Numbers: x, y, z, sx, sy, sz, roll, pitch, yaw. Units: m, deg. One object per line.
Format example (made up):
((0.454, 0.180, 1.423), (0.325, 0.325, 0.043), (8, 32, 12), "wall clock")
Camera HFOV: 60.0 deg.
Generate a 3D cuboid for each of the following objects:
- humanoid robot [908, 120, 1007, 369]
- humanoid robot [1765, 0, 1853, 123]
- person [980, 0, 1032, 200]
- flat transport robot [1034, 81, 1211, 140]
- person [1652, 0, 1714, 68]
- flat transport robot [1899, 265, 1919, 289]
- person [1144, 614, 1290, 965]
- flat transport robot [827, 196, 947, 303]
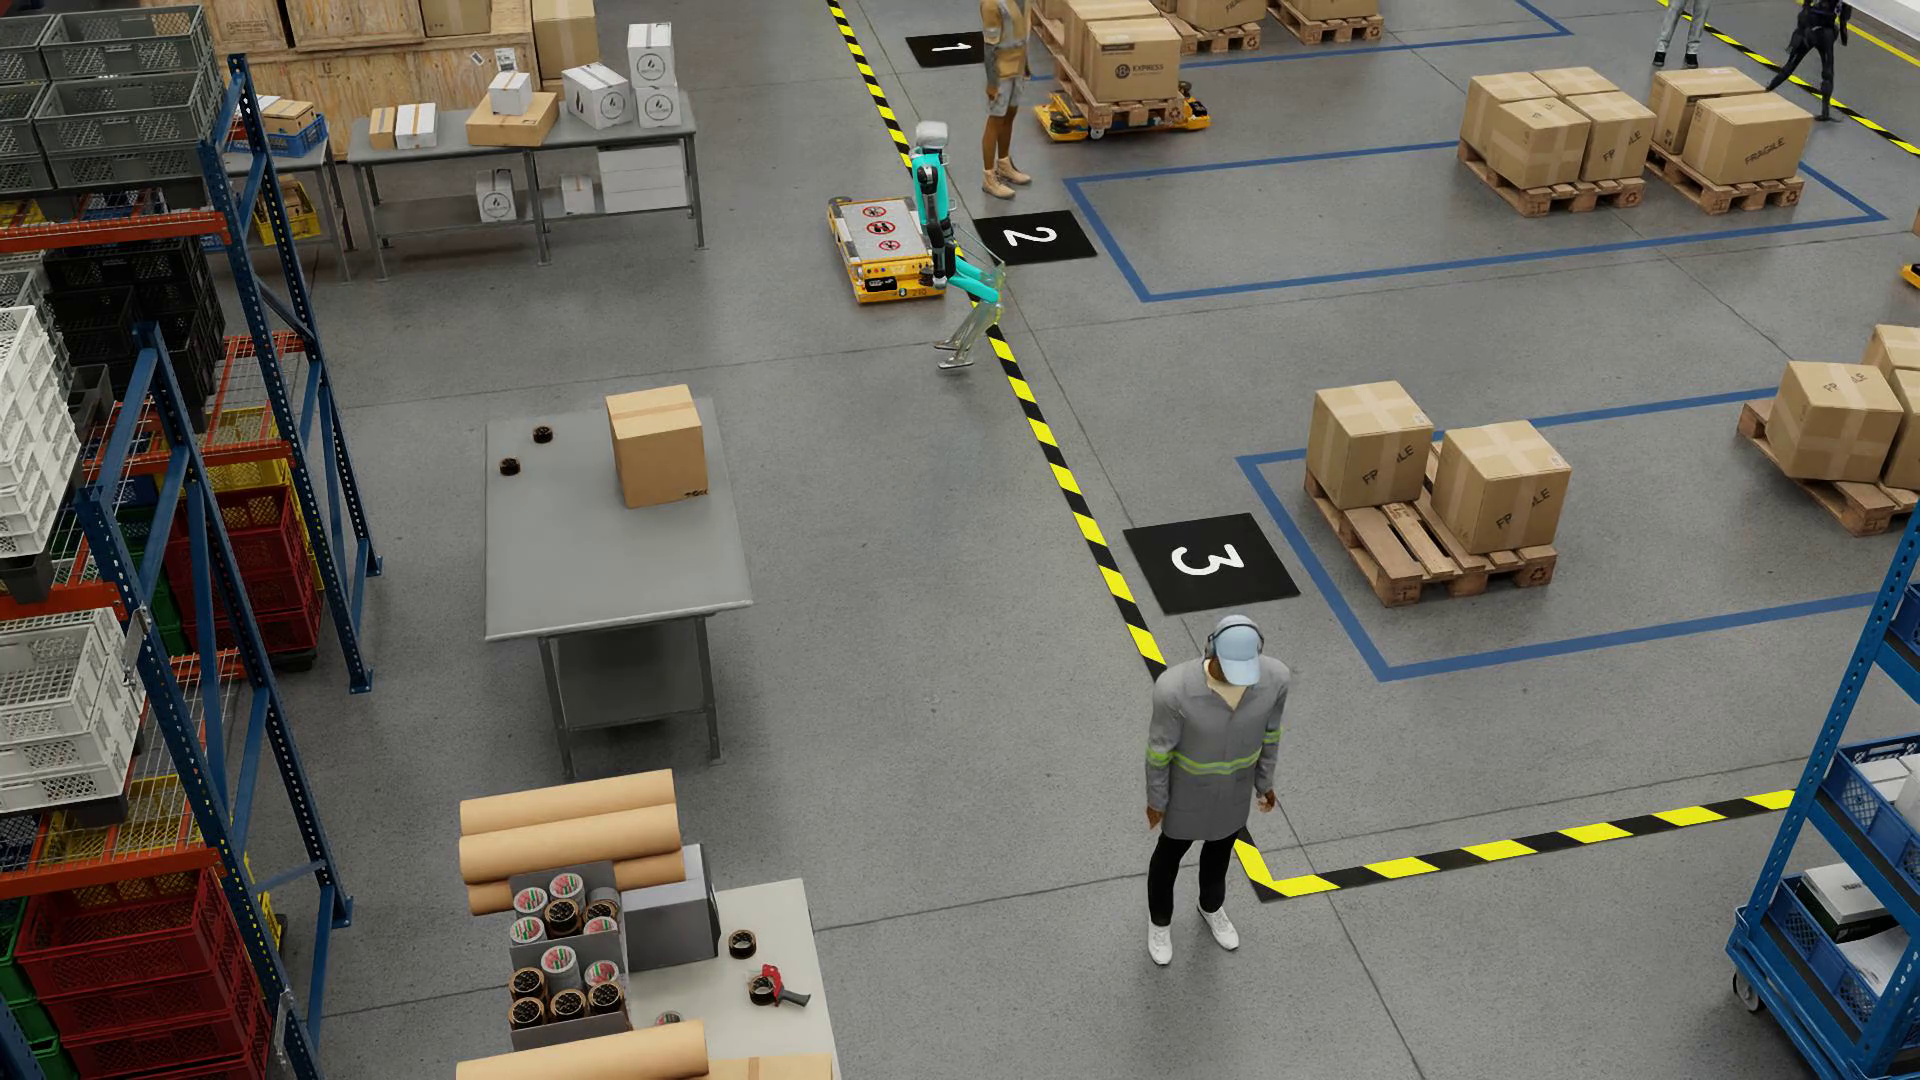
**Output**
((0.045, -1.899, 10.762), (0.735, 1.679, 0.533), (-1, 37, -1), "humanoid robot")
((7.457, -4.453, 14.402), (0.609, 1.620, 0.814), (-15, 39, -19), "humanoid robot")
((0.395, -3.711, 13.057), (0.394, 2.043, 0.607), (19, 41, 24), "person")
((1.424, -3.783, 14.615), (1.431, 0.197, 0.652), (-8, 37, -10), "flat transport robot")
((6.838, -5.273, 15.331), (0.599, 1.827, 0.404), (7, 37, 10), "person")
((7.725, -1.942, 12.140), (1.431, 0.197, 0.652), (-8, 37, -10), "flat transport robot")
((1.040, 1.027, 6.852), (0.587, 1.847, 0.401), (-8, 37, -11), "person")
((-0.570, -2.220, 12.538), (0.659, 0.231, 1.431), (-8, 37, -10), "flat transport robot")
